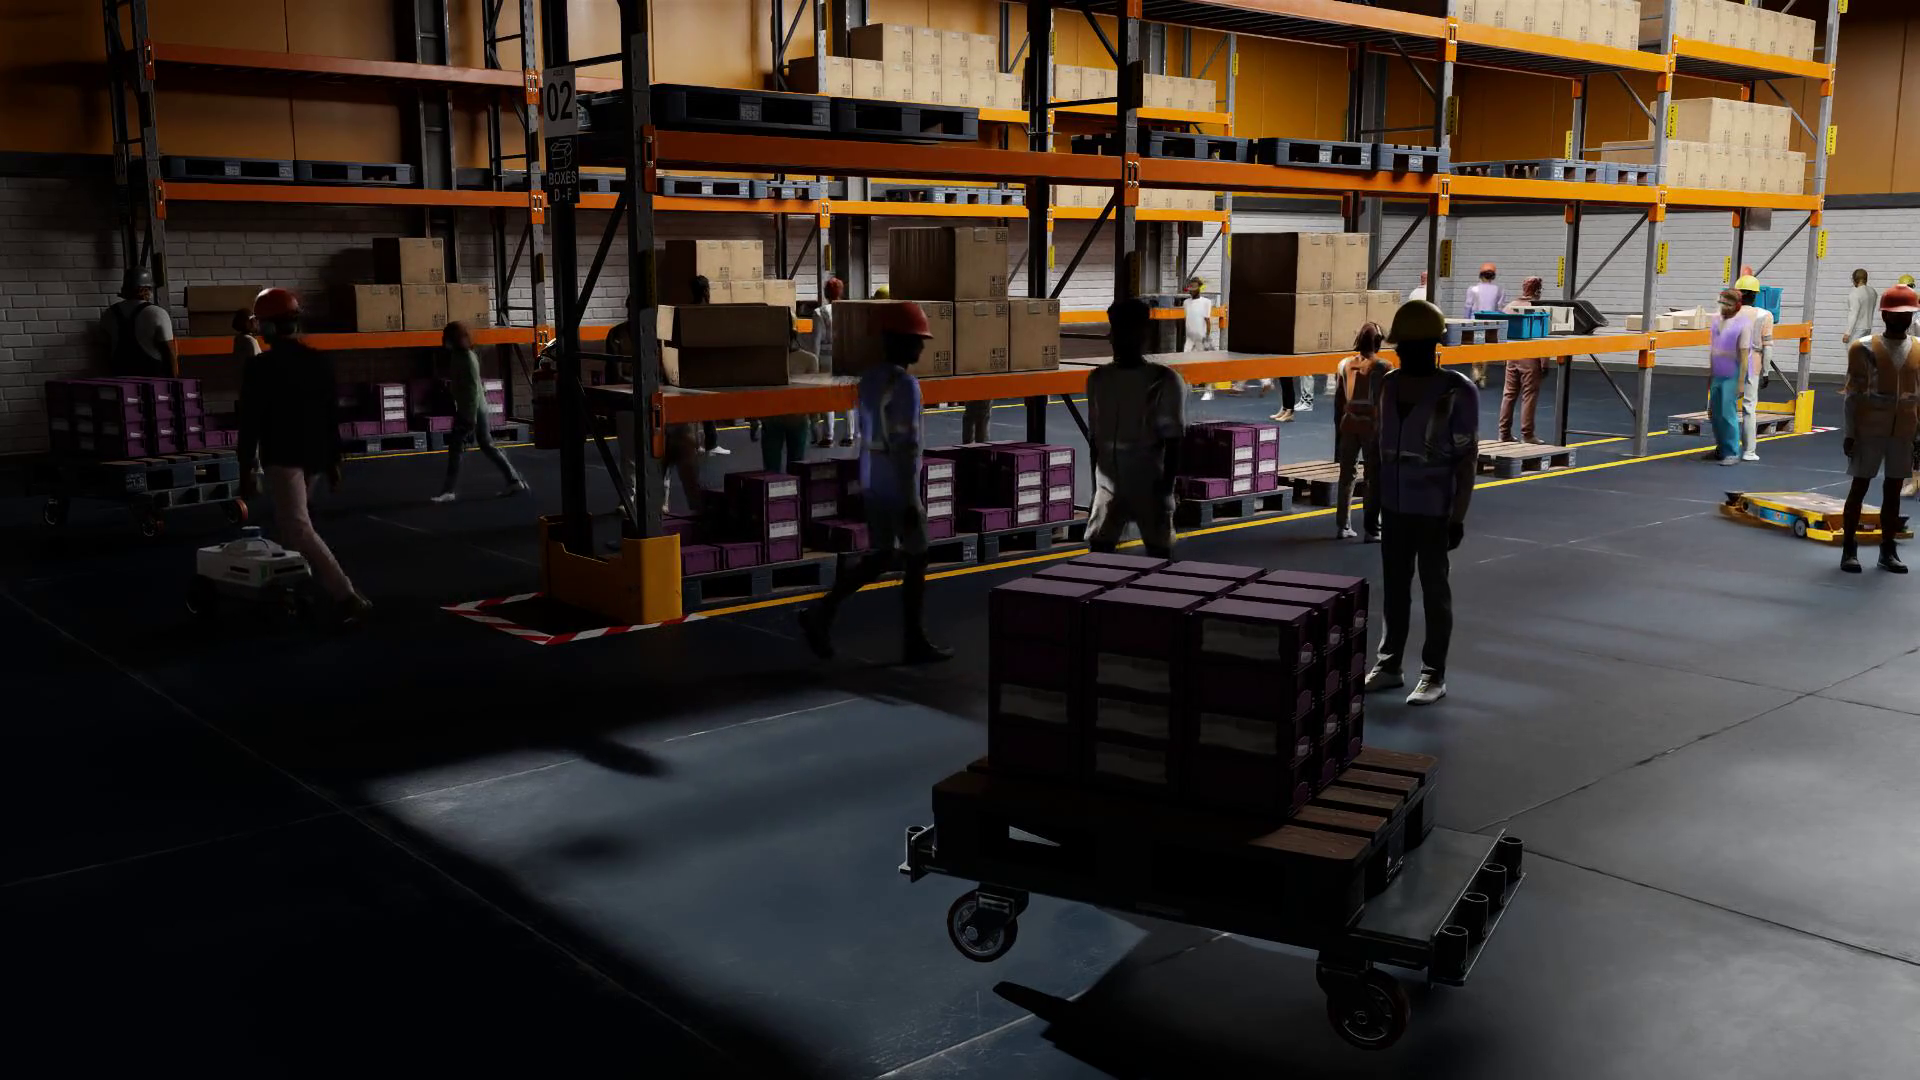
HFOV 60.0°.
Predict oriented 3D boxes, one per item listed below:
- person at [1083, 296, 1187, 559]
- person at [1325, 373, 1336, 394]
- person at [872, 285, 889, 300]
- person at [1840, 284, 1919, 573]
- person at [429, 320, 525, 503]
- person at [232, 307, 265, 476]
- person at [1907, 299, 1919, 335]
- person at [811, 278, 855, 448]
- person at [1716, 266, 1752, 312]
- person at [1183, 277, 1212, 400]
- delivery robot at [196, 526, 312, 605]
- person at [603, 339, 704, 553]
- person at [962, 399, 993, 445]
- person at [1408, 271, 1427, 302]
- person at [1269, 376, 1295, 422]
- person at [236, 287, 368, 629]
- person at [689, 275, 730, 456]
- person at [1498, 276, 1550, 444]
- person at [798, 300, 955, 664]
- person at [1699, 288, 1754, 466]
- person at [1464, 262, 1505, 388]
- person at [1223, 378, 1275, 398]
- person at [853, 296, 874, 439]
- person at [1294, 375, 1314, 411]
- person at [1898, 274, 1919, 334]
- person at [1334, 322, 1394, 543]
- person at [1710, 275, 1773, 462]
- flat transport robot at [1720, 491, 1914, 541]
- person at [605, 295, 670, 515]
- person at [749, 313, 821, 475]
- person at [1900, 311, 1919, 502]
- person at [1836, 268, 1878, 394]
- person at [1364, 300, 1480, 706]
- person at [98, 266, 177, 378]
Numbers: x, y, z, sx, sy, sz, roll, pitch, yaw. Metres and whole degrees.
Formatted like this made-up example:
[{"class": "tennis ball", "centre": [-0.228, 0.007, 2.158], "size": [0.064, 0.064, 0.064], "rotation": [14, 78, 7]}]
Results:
[{"class": "person", "centre": [0.868, -0.290, 8.618], "size": [0.618, 1.921, 0.981], "rotation": [7, 12, 34]}, {"class": "person", "centre": [5.994, -3.217, 25.600], "size": [0.845, 1.960, 0.640], "rotation": [-3, 10, -17]}, {"class": "person", "centre": [-0.737, -1.619, 16.626], "size": [0.403, 1.833, 0.591], "rotation": [-8, 13, -41]}, {"class": "person", "centre": [6.221, -0.739, 11.167], "size": [0.543, 1.939, 0.356], "rotation": [1, 10, 7]}, {"class": "person", "centre": [-4.235, -1.126, 14.485], "size": [0.822, 1.579, 0.539], "rotation": [-8, 13, -40]}, {"class": "person", "centre": [-6.869, -1.436, 16.139], "size": [0.269, 1.632, 0.509], "rotation": [-8, 13, -40]}, {"class": "person", "centre": [14.575, -2.973, 25.135], "size": [0.497, 1.633, 0.285], "rotation": [8, 12, 39]}, {"class": "person", "centre": [-1.379, -1.962, 18.496], "size": [0.587, 1.881, 0.348], "rotation": [-5, 11, -28]}, {"class": "person", "centre": [10.515, -2.703, 22.498], "size": [0.611, 1.995, 0.375], "rotation": [0, 10, 1]}, {"class": "person", "centre": [3.444, -2.936, 24.383], "size": [0.547, 1.827, 0.887], "rotation": [8, 13, 39]}, {"class": "delivery robot", "centre": [-4.102, 0.163, 9.657], "size": [0.707, 0.478, 0.477], "rotation": [7, 12, 34]}, {"class": "person", "centre": [-2.090, -0.656, 11.659], "size": [0.845, 1.589, 0.543], "rotation": [-9, 13, -42]}, {"class": "person", "centre": [0.208, -1.619, 16.633], "size": [0.404, 1.828, 0.602], "rotation": [-5, 11, -28]}, {"class": "person", "centre": [7.243, -3.226, 25.818], "size": [0.409, 1.909, 0.642], "rotation": [-5, 11, -25]}, {"class": "person", "centre": [4.167, -2.356, 21.330], "size": [0.321, 1.699, 0.537], "rotation": [0, 10, 1]}, {"class": "person", "centre": [-3.800, -0.466, 9.536], "size": [0.987, 1.957, 0.626], "rotation": [4, 11, 24]}, {"class": "person", "centre": [-2.762, -1.857, 17.760], "size": [0.593, 1.922, 0.391], "rotation": [6, 12, 33]}, {"class": "person", "centre": [6.423, -2.024, 18.828], "size": [0.397, 1.899, 0.635], "rotation": [-6, 12, -33]}, {"class": "person", "centre": [-0.418, -0.271, 8.537], "size": [0.758, 1.909, 0.542], "rotation": [-5, 11, -27]}, {"class": "person", "centre": [7.811, -1.648, 16.906], "size": [0.455, 1.809, 0.651], "rotation": [-1, 10, -7]}, {"class": "person", "centre": [8.411, -3.455, 26.783], "size": [0.668, 2.031, 0.503], "rotation": [0, 10, -1]}, {"class": "person", "centre": [4.380, -3.092, 25.022], "size": [0.859, 1.914, 0.644], "rotation": [6, 11, 32]}, {"class": "person", "centre": [-0.866, -2.014, 19.443], "size": [0.787, 1.669, 0.543], "rotation": [-7, 12, -36]}, {"class": "person", "centre": [4.746, -2.656, 22.959], "size": [0.295, 1.744, 0.487], "rotation": [1, 10, 3]}, {"class": "person", "centre": [14.986, -3.295, 26.440], "size": [0.593, 1.832, 0.403], "rotation": [-2, 10, -12]}, {"class": "person", "centre": [3.012, -0.796, 12.381], "size": [0.310, 1.636, 0.523], "rotation": [-8, 13, -41]}, {"class": "person", "centre": [8.099, -1.774, 17.273], "size": [0.587, 1.922, 0.383], "rotation": [6, 12, 33]}, {"class": "flat transport robot", "centre": [6.604, -0.200, 12.881], "size": [0.652, 0.197, 1.431], "rotation": [-1, 10, -8]}, {"class": "person", "centre": [-2.601, -1.118, 13.676], "size": [0.623, 1.841, 0.430], "rotation": [0, 10, 0]}, {"class": "person", "centre": [-1.304, -0.842, 12.359], "size": [0.551, 1.729, 0.700], "rotation": [-1, 10, -3]}, {"class": "person", "centre": [8.394, -1.311, 14.288], "size": [0.528, 2.025, 0.608], "rotation": [-8, 13, -39]}, {"class": "person", "centre": [13.818, -3.202, 25.602], "size": [0.627, 1.934, 0.371], "rotation": [-6, 12, -33]}, {"class": "person", "centre": [2.169, -0.176, 7.926], "size": [0.382, 1.920, 0.585], "rotation": [-7, 12, -35]}, {"class": "person", "centre": [-7.530, -1.515, 15.411], "size": [0.683, 2.000, 0.537], "rotation": [1, 10, 6]}]
